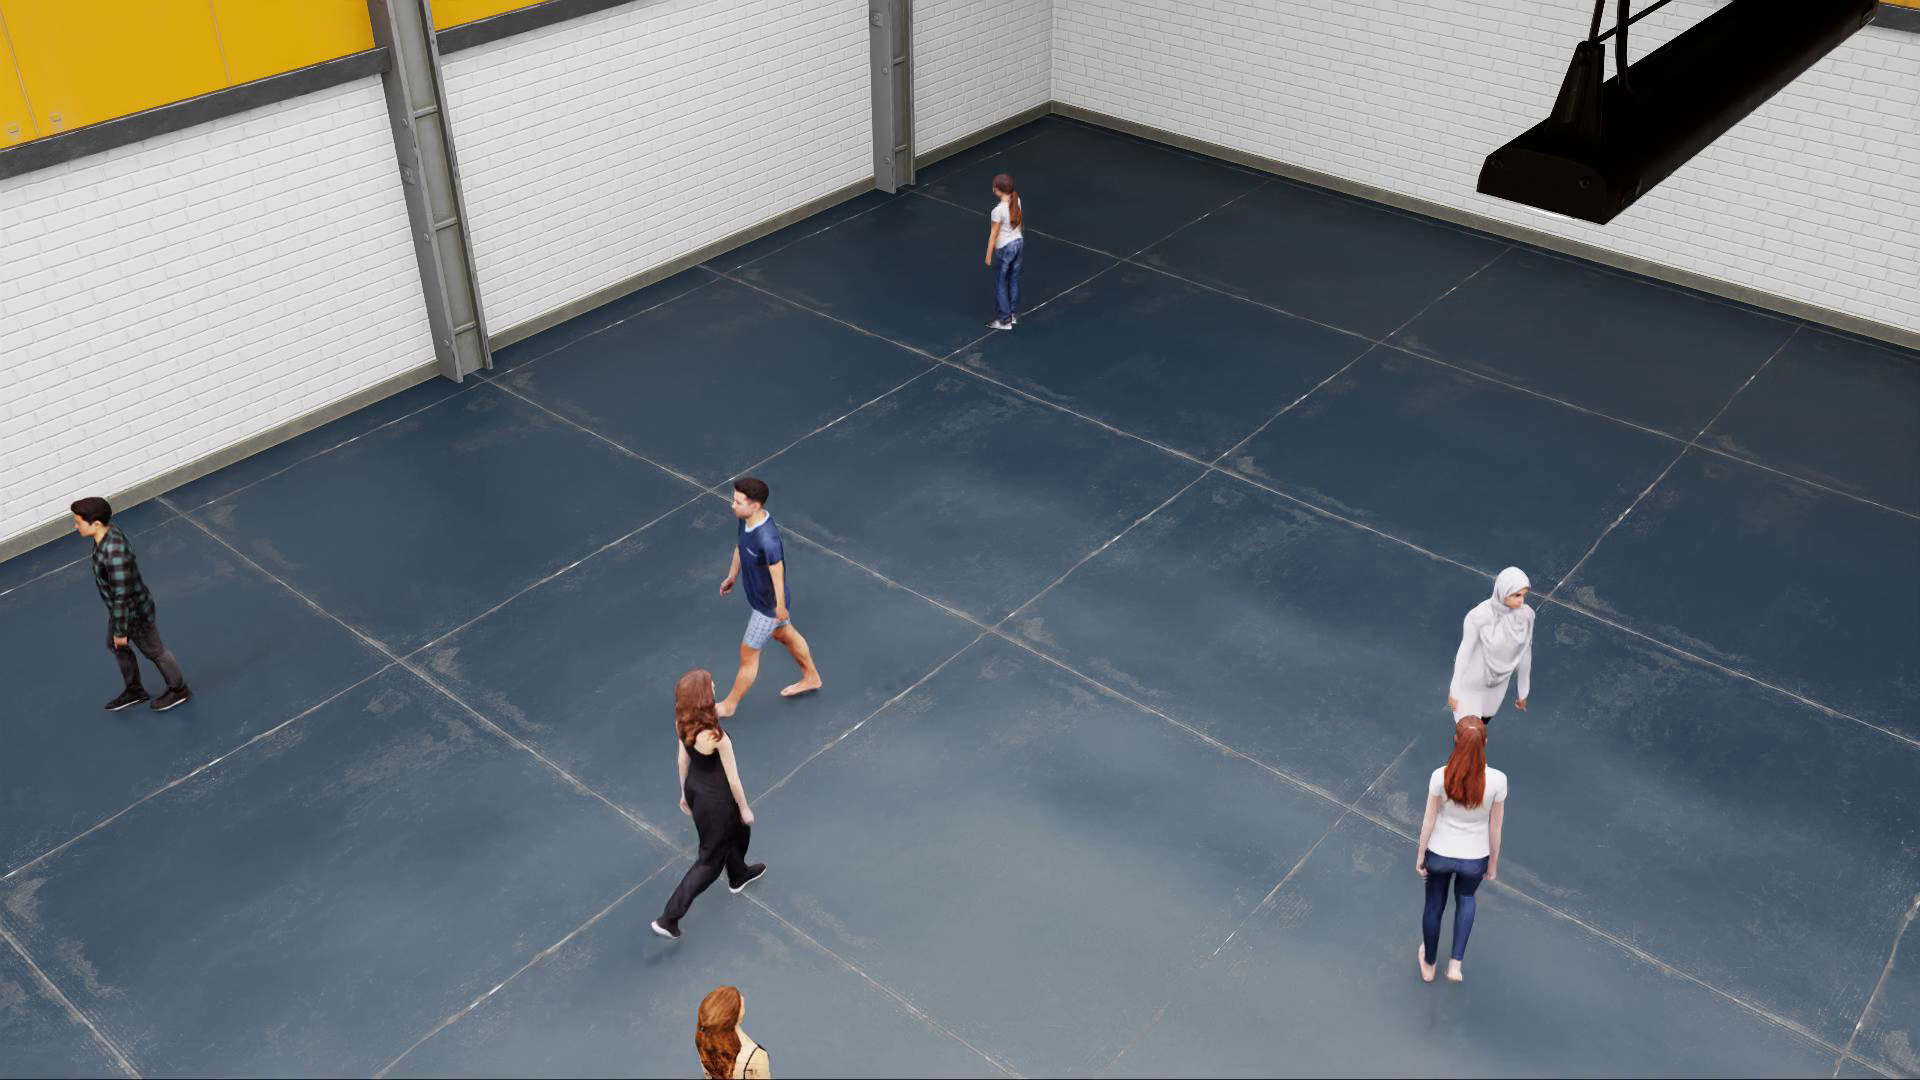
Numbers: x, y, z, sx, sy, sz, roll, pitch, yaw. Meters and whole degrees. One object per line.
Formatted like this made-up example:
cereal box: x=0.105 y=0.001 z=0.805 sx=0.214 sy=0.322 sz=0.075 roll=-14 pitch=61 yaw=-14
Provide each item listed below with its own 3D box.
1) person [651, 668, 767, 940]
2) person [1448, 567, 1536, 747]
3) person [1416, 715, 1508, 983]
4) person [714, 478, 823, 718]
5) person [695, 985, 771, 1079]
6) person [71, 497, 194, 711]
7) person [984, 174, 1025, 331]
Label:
person: x=-1.471 y=1.509 z=9.334 sx=0.607 sy=1.717 sz=1.103 roll=28 pitch=43 yaw=35
person: x=3.187 y=0.859 z=10.270 sx=0.818 sy=1.764 sz=0.872 roll=-8 pitch=34 yaw=-11
person: x=2.674 y=1.768 z=8.958 sx=0.784 sy=1.702 sz=0.888 roll=6 pitch=34 yaw=9
person: x=-1.193 y=0.358 z=10.993 sx=1.217 sy=1.797 sz=1.014 roll=-10 pitch=35 yaw=-15
person: x=-1.055 y=2.689 z=7.648 sx=0.628 sy=1.619 sz=0.721 roll=20 pitch=38 yaw=27
person: x=-5.433 y=0.402 z=11.015 sx=0.848 sy=1.703 sz=0.806 roll=-22 pitch=39 yaw=-29
person: x=0.464 y=-2.805 z=15.979 sx=0.521 sy=1.545 sz=0.686 roll=-15 pitch=37 yaw=-22
